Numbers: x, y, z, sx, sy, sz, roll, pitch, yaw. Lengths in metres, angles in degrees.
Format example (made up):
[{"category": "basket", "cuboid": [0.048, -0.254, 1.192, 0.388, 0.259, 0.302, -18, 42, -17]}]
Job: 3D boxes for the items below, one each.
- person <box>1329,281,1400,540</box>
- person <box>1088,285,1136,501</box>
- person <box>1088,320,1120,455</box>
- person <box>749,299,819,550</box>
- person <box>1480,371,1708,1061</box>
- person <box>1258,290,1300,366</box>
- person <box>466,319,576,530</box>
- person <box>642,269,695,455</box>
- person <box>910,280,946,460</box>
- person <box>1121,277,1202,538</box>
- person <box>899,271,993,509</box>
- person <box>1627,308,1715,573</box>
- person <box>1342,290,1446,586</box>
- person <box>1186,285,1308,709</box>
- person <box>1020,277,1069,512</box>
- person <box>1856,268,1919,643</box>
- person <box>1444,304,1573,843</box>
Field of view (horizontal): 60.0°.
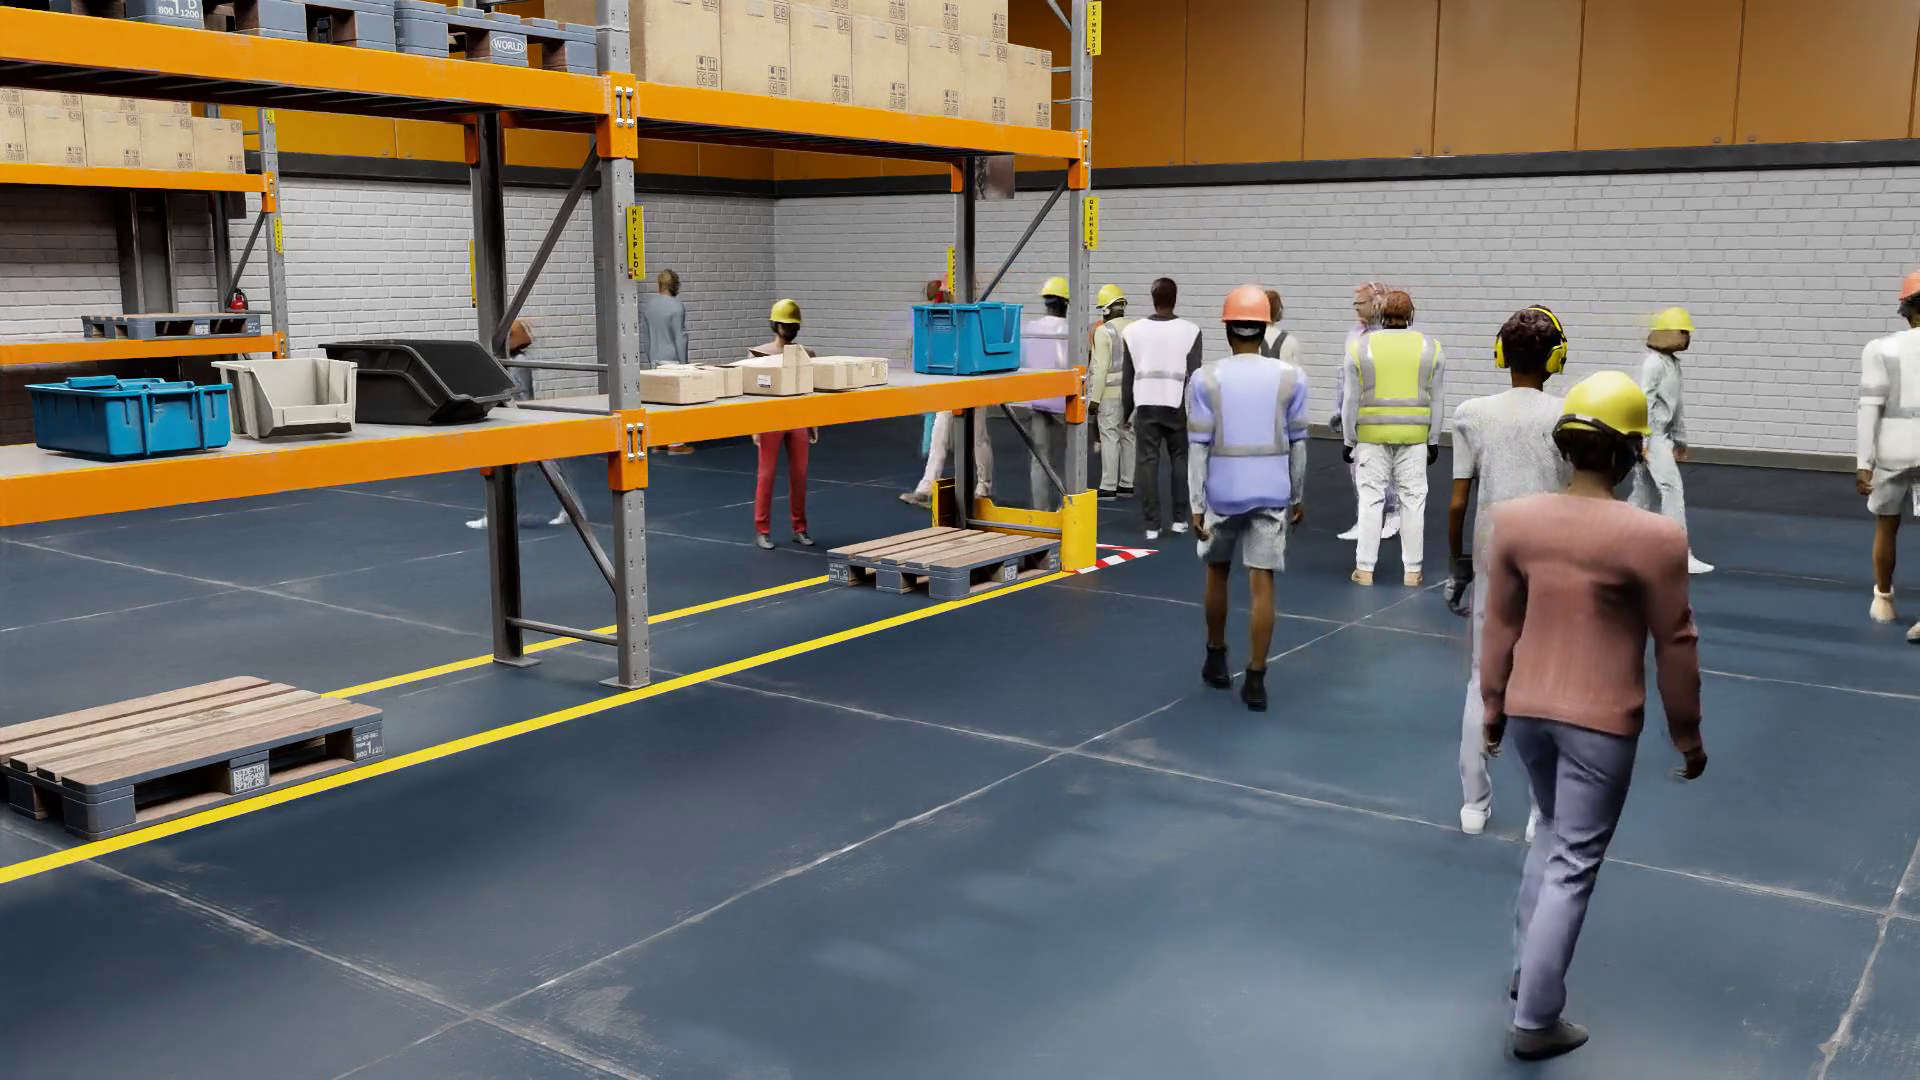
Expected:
[{"category": "person", "cuboid": [2.939, -0.912, 11.965, 0.422, 1.880, 0.643, -3, 10, -20]}, {"category": "person", "cuboid": [1.295, -1.242, 14.085, 0.403, 1.822, 0.588, 9, 13, 43]}, {"category": "person", "cuboid": [1.584, -1.740, 17.420, 0.540, 1.695, 0.317, 4, 10, 23]}, {"category": "person", "cuboid": [-1.227, -0.811, 11.721, 0.534, 1.760, 0.343, -6, 11, -30]}, {"category": "person", "cuboid": [1.614, 0.450, 4.252, 0.582, 1.748, 0.535, -6, 11, -33]}, {"category": "person", "cuboid": [2.227, -0.913, 12.152, 0.526, 1.819, 0.760, -1, 10, -8]}, {"category": "person", "cuboid": [-3.306, -0.877, 12.606, 0.841, 1.597, 0.502, -2, 10, -11]}, {"category": "person", "cuboid": [-3.057, -1.858, 17.413, 0.635, 1.936, 0.355, 9, 13, 42]}, {"category": "person", "cuboid": [-0.227, -1.724, 16.927, 0.505, 1.824, 0.576, -7, 12, -36]}, {"category": "person", "cuboid": [1.485, -0.976, 12.257, 0.617, 1.896, 0.599, 2, 10, 14]}, {"category": "person", "cuboid": [-0.083, -1.197, 13.399, 0.931, 1.955, 0.653, -7, 12, -37]}, {"category": "person", "cuboid": [4.639, -0.634, 10.789, 0.779, 1.713, 0.502, 7, 12, 35]}, {"category": "person", "cuboid": [2.685, -0.627, 10.366, 0.623, 1.844, 0.429, 1, 10, 7]}, {"category": "person", "cuboid": [1.322, -0.215, 7.728, 0.566, 1.908, 0.819, 1, 10, 5]}, {"category": "person", "cuboid": [0.737, -1.038, 12.671, 0.632, 1.889, 0.586, 7, 12, 38]}, {"category": "person", "cuboid": [5.144, -0.458, 8.924, 0.621, 2.009, 0.998, 4, 10, 21]}, {"category": "person", "cuboid": [1.958, 0.128, 5.818, 0.518, 1.862, 0.329, 6, 11, 32]}]
